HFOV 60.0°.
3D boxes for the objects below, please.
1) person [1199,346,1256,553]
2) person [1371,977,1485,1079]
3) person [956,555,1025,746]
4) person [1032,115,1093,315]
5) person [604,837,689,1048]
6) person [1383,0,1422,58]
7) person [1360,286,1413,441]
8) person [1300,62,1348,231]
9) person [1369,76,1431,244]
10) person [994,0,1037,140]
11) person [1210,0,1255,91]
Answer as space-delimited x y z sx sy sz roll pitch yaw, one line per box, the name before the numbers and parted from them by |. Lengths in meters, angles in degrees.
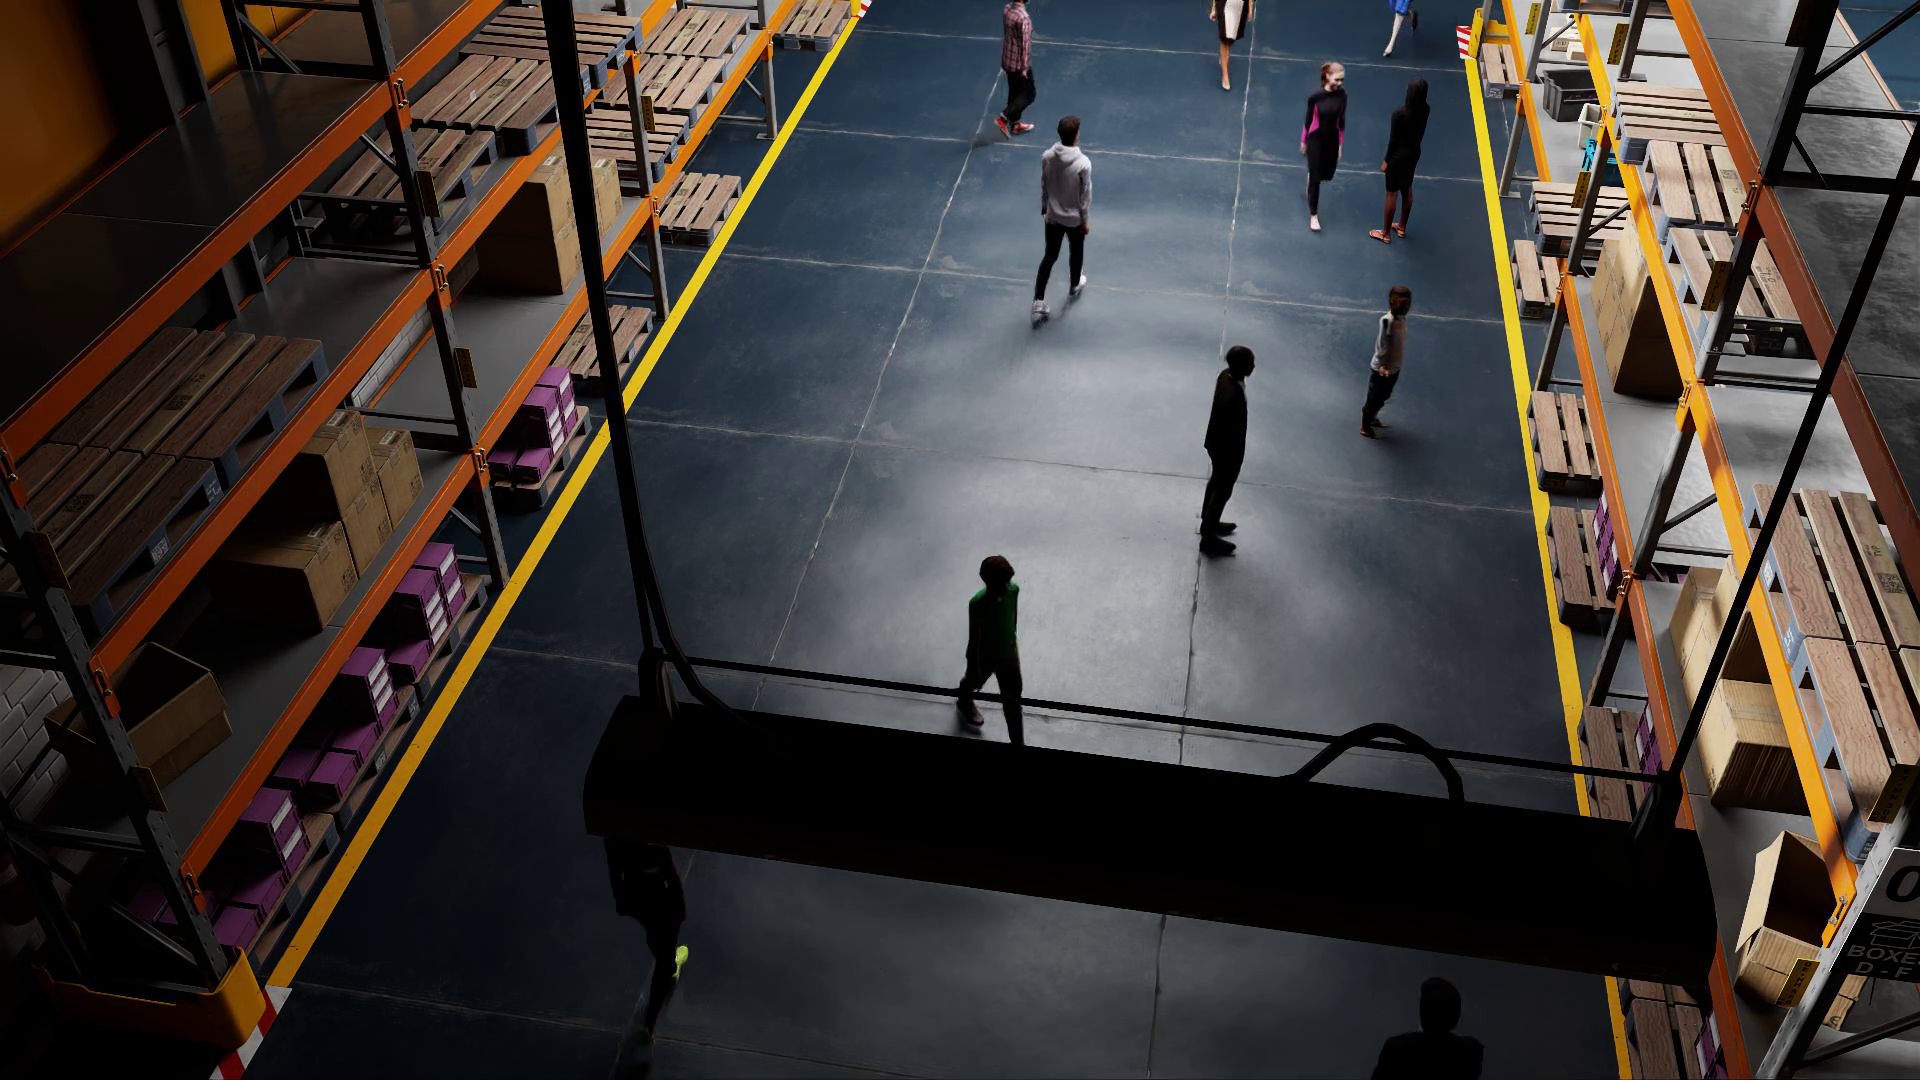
person | 2.010 -0.698 12.633 0.750 1.800 0.564 1 39 1
person | 2.247 2.875 8.098 0.789 1.877 0.956 0 39 0
person | 0.155 0.716 11.021 1.087 1.602 1.151 -23 44 -26
person | 0.924 -2.963 15.395 0.938 1.893 1.292 18 42 21
person | -1.744 2.085 9.203 0.602 1.732 1.051 9 39 11
person | 5.504 -6.851 20.339 0.954 1.799 1.127 29 47 31
person | 3.590 -1.535 13.959 0.701 1.454 0.545 21 43 24
person | 3.658 -4.049 16.893 0.708 1.721 0.990 -3 39 -3
person | 4.416 -3.804 16.587 0.678 1.721 0.721 -21 43 -24
person | 0.580 -5.300 18.437 0.980 1.749 0.927 -19 42 -22
person | 3.208 -6.295 19.704 0.839 1.722 1.147 -4 39 -5
